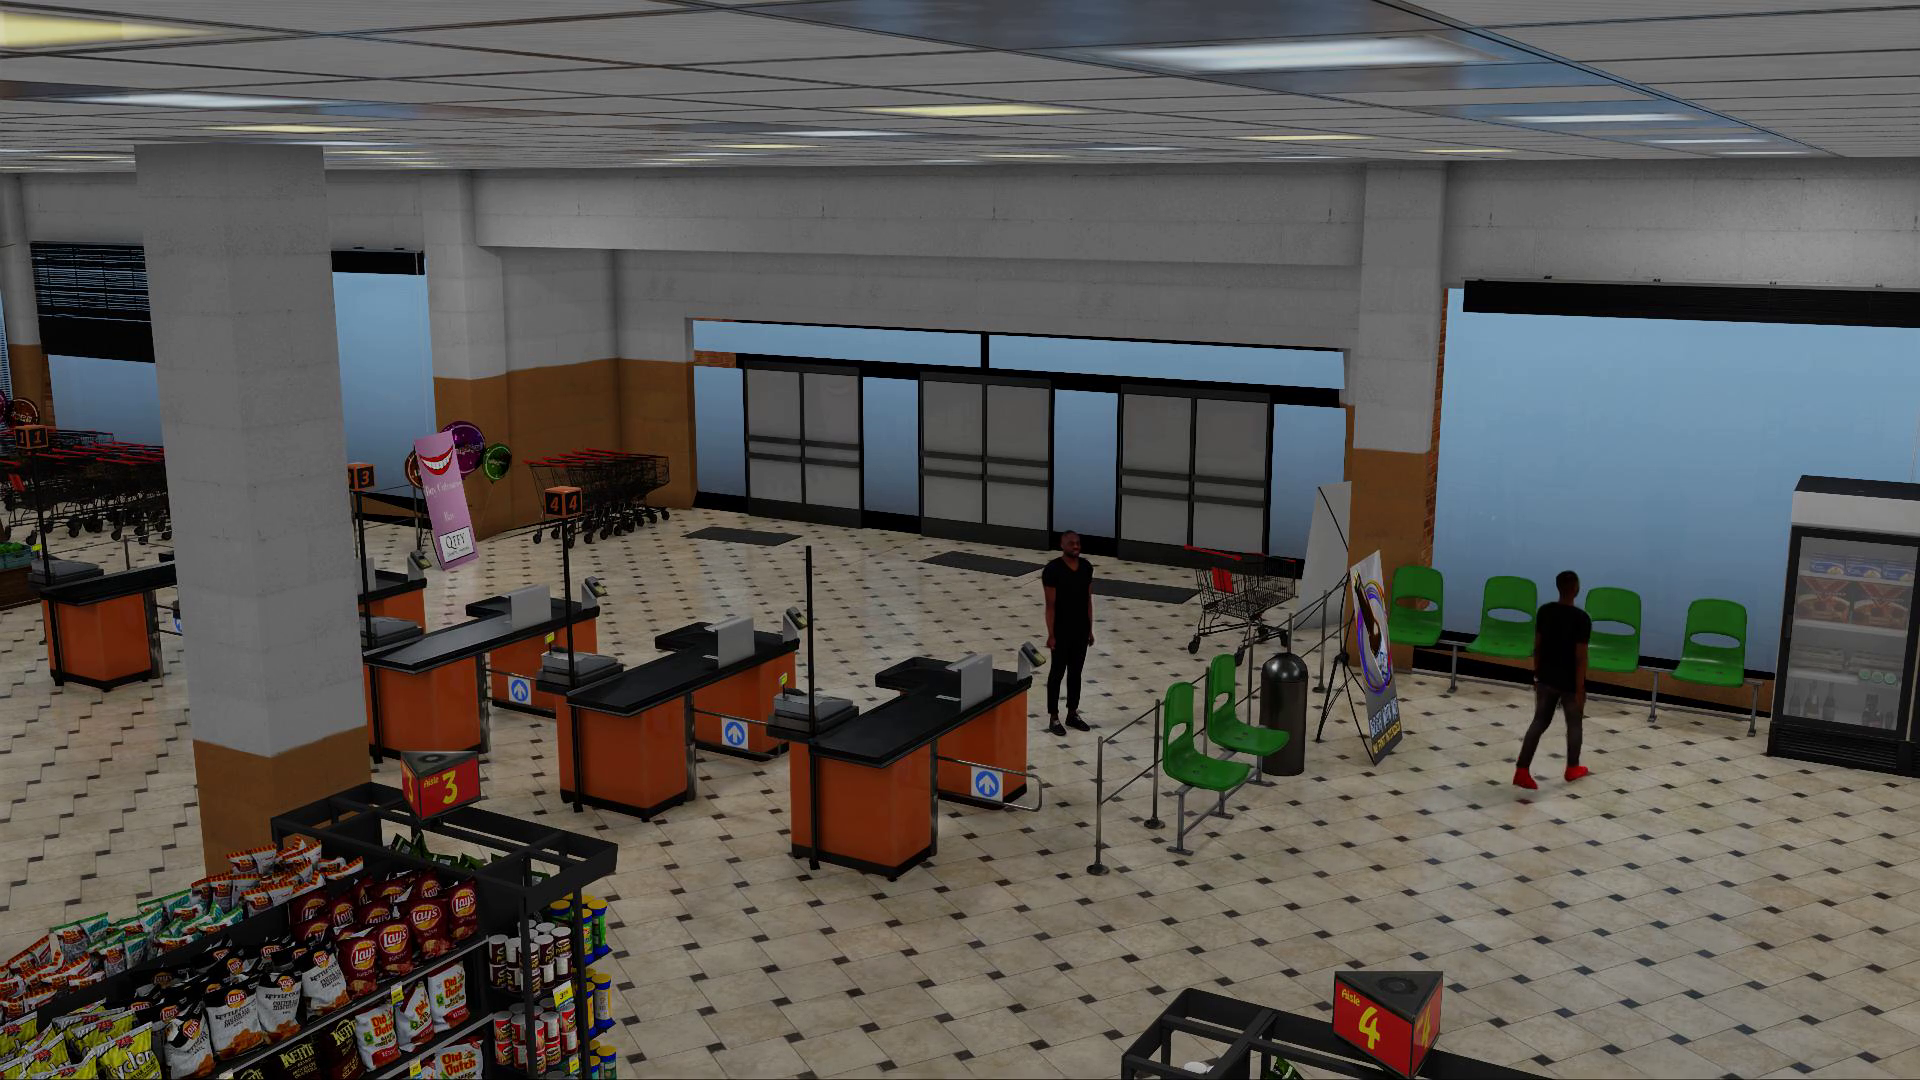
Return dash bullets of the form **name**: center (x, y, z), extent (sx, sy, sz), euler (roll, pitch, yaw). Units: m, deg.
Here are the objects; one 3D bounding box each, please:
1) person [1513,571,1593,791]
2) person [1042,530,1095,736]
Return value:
- **person**: center (4.695, 1.153, 13.192), extent (1.247, 1.764, 0.929), euler (-10, 15, -39)
- **person**: center (0.956, 0.800, 14.732), extent (0.682, 1.820, 0.810), euler (-7, 14, -30)
